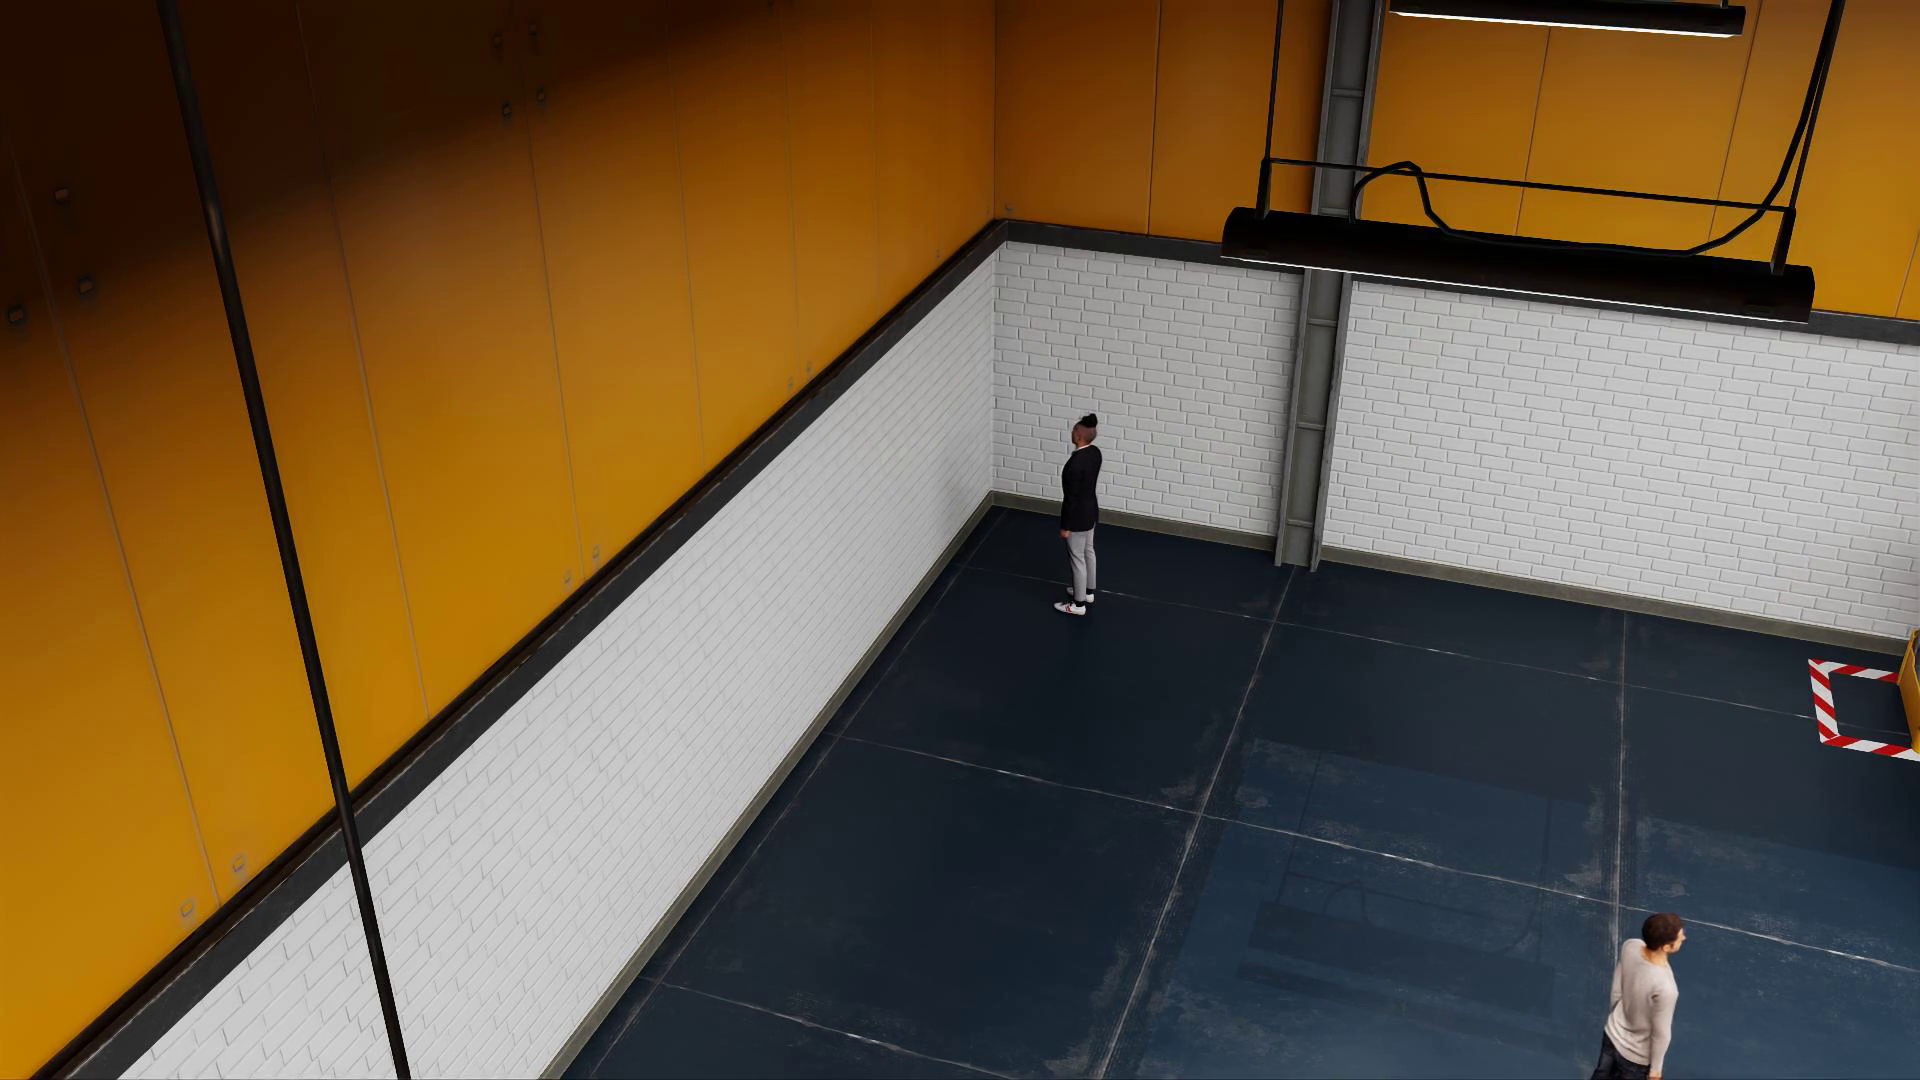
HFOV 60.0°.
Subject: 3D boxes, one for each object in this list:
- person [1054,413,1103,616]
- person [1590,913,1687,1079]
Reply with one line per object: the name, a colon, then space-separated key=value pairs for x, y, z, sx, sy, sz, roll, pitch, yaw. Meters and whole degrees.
person: x=1.090 y=-0.252 z=14.928 sx=0.629 sy=1.950 sz=0.726 roll=14 pitch=32 yaw=24
person: x=3.779 y=2.830 z=9.365 sx=0.745 sy=1.868 sz=0.740 roll=-5 pitch=29 yaw=-8
